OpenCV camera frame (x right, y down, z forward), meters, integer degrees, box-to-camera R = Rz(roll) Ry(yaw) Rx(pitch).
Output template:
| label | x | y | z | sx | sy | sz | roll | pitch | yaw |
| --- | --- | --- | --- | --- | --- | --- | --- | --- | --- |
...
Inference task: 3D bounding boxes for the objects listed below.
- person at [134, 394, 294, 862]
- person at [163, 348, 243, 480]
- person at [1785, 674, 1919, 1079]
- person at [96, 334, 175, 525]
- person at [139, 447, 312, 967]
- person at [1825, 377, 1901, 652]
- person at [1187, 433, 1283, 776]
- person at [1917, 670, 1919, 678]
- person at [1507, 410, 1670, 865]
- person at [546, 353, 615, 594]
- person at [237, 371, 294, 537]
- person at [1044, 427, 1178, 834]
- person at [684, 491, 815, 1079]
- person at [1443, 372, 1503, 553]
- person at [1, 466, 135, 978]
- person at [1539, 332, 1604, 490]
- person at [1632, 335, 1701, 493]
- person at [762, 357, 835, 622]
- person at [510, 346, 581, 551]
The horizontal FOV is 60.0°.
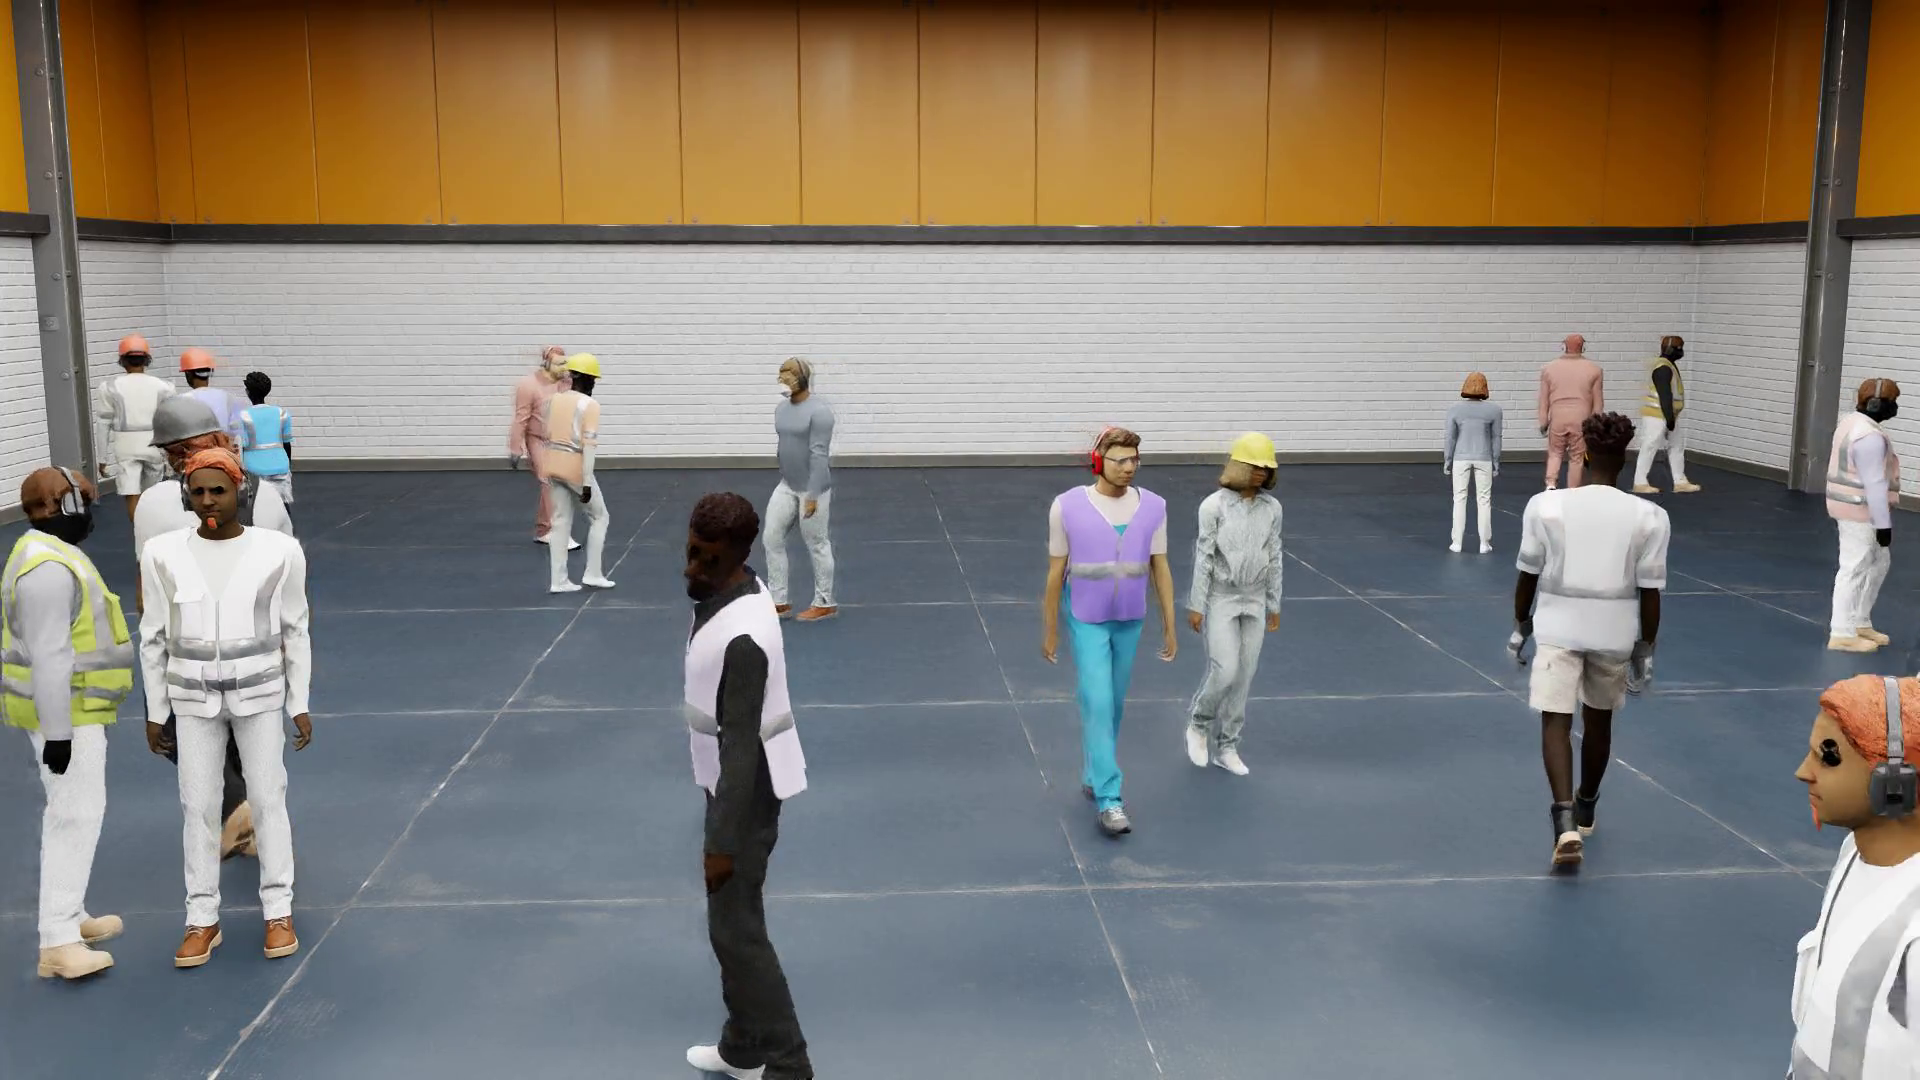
| label | x | y | z | sx | sy | sz | roll | pitch | yaw |
| --- | --- | --- | --- | --- | --- | --- | --- | --- | --- |
| person | -3.155 | 0.373 | 7.014 | 0.592 | 2.000 | 0.699 | 5 | 10 | 28 |
| person | -6.174 | -0.590 | 13.470 | 0.853 | 1.901 | 0.553 | 5 | 10 | 30 |
| person | 1.640 | 1.131 | 2.931 | 1.001 | 1.835 | 0.605 | 3 | 10 | 20 |
| person | -6.958 | -0.740 | 14.127 | 0.620 | 2.014 | 0.935 | -7 | 11 | -37 |
| person | -2.662 | 0.604 | 6.059 | 0.573 | 1.883 | 0.354 | -2 | 9 | -15 |
| person | 6.032 | -0.155 | 10.977 | 0.572 | 1.830 | 0.662 | 3 | 10 | 19 |
| person | 1.400 | 0.323 | 8.298 | 0.505 | 1.721 | 0.367 | -4 | 10 | -26 |
| person | 3.714 | 0.634 | 5.955 | 0.473 | 1.868 | 0.785 | 0 | 9 | -2 |
| person | 2.689 | 0.410 | 7.134 | 0.610 | 1.937 | 0.931 | 2 | 9 | 14 |
| person | -3.011 | -0.520 | 13.114 | 0.592 | 1.890 | 0.662 | 6 | 11 | 33 |
| person | -5.851 | -0.566 | 13.983 | 0.321 | 1.697 | 0.530 | 7 | 12 | 39 |
| person | 0.727 | 0.405 | 7.536 | 0.586 | 1.811 | 0.846 | -4 | 10 | -22 |
| person | -0.641 | 0.778 | 4.994 | 0.389 | 1.883 | 0.675 | -1 | 9 | -8 |
| person | 4.617 | -0.695 | 14.996 | 0.501 | 1.633 | 0.286 | 3 | 9 | 17 |
| person | -3.245 | 0.644 | 6.086 | 0.433 | 1.812 | 0.732 | -5 | 10 | -26 |
| person | 6.554 | -1.274 | 17.835 | 0.642 | 1.892 | 0.440 | 5 | 10 | 30 |
| person | 8.125 | -1.413 | 18.953 | 0.829 | 1.807 | 0.656 | 5 | 10 | 29 |
| person | -1.203 | -0.331 | 11.848 | 0.743 | 1.916 | 0.632 | -9 | 13 | -44 |
| person | -3.669 | -0.823 | 15.101 | 0.918 | 1.854 | 0.737 | 7 | 11 | 37 |
